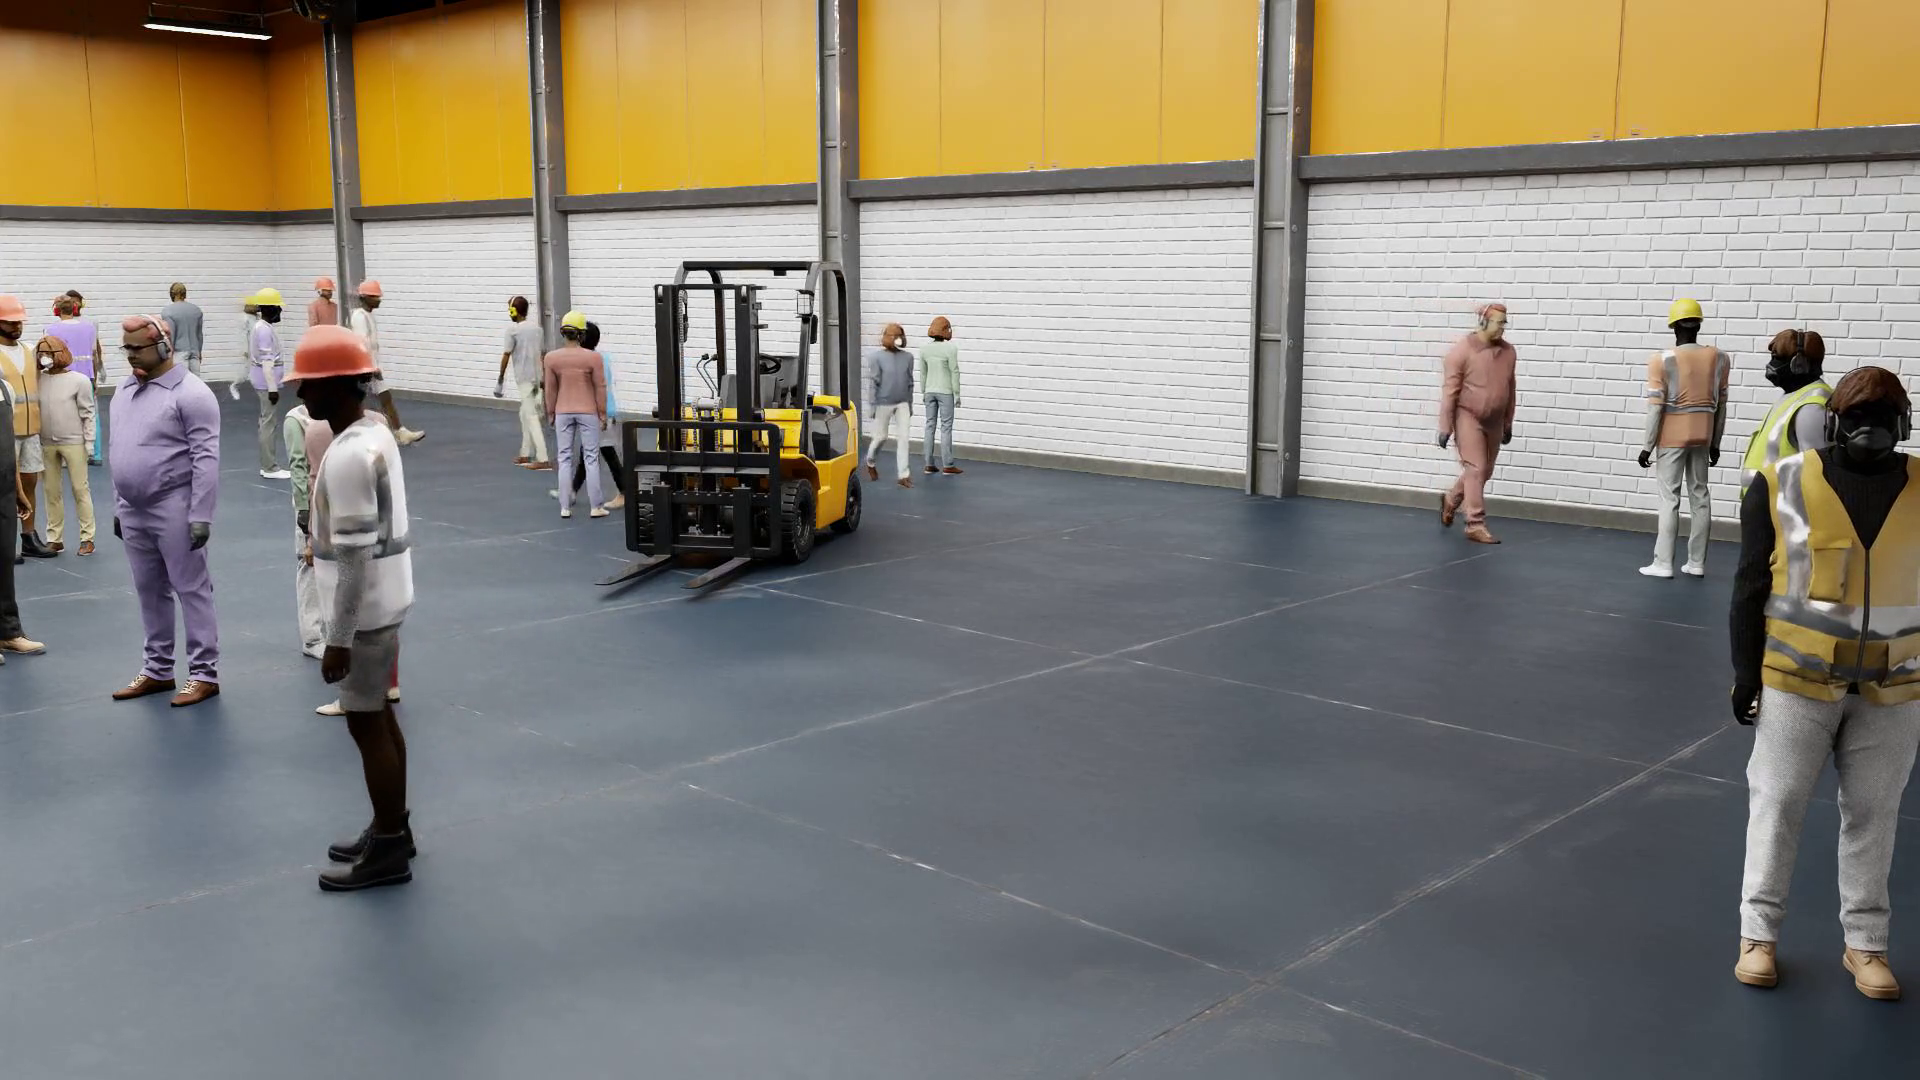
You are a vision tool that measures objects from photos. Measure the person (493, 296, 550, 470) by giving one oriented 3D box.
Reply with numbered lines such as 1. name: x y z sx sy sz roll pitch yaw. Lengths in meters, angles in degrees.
1. person: -4.657 -1.656 17.640 0.830 1.828 0.496 5 10 28

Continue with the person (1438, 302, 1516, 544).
1. person: 4.041 -0.939 13.107 0.671 1.871 0.835 -4 10 -23

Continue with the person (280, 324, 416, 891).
1. person: -2.074 0.234 5.700 0.376 1.934 0.556 -2 9 -11

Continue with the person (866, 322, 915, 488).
1. person: -0.687 -1.340 16.349 0.508 1.606 0.742 -5 10 -28

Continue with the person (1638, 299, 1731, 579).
1. person: 4.938 -0.685 11.390 0.585 1.917 0.382 -1 9 -8

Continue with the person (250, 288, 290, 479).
1. person: -6.986 -1.583 16.864 0.384 1.928 0.588 -4 10 -24

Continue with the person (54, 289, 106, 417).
1. person: -10.895 -2.158 20.574 0.532 1.869 0.317 -4 10 -24

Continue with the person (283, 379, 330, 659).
1. person: -3.484 -0.177 9.127 0.308 1.640 0.511 2 10 14

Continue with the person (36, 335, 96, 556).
1. person: -6.655 -0.693 12.308 0.507 1.632 0.275 0 9 -2

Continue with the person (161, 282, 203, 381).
1. person: -10.656 -2.561 22.826 0.379 1.940 0.629 4 10 24

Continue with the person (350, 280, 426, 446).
1. person: -6.951 -2.065 19.649 1.067 1.983 0.630 0 9 0

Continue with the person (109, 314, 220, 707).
1. person: -3.904 -0.143 8.112 0.640 1.905 0.410 4 10 23

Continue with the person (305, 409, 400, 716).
1. person: -2.912 -0.044 7.923 0.314 1.769 0.524 3 10 20

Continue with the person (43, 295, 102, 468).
1. person: -9.417 -1.673 17.689 0.395 1.839 0.564 5 11 29

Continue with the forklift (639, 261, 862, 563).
1. forklift: -1.552 -1.040 12.721 1.214 2.155 2.313 2 9 11

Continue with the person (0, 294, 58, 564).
1. person: -6.817 -0.798 12.023 0.376 1.935 0.550 4 10 21

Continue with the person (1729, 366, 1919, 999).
1. person: 2.587 0.416 4.871 0.627 1.844 0.429 3 10 16

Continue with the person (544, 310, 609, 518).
1. person: -3.256 -1.059 14.146 0.524 1.770 0.315 0 9 1

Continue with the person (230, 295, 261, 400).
1. person: -11.329 -3.060 26.576 0.750 1.716 0.491 3 10 18

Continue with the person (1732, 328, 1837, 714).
1. person: 3.928 -0.077 7.898 0.429 1.842 0.630 3 10 17

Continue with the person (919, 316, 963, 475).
1. person: -0.201 -1.492 17.200 0.499 1.634 0.279 7 12 36

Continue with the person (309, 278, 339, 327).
1. person: -9.513 -2.961 25.162 0.516 1.988 0.660 3 10 17

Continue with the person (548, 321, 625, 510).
1. person: -3.291 -1.088 14.650 0.843 1.653 0.553 0 9 0

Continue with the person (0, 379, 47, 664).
1. person: -5.245 -0.252 8.955 0.345 1.847 0.508 3 10 15
